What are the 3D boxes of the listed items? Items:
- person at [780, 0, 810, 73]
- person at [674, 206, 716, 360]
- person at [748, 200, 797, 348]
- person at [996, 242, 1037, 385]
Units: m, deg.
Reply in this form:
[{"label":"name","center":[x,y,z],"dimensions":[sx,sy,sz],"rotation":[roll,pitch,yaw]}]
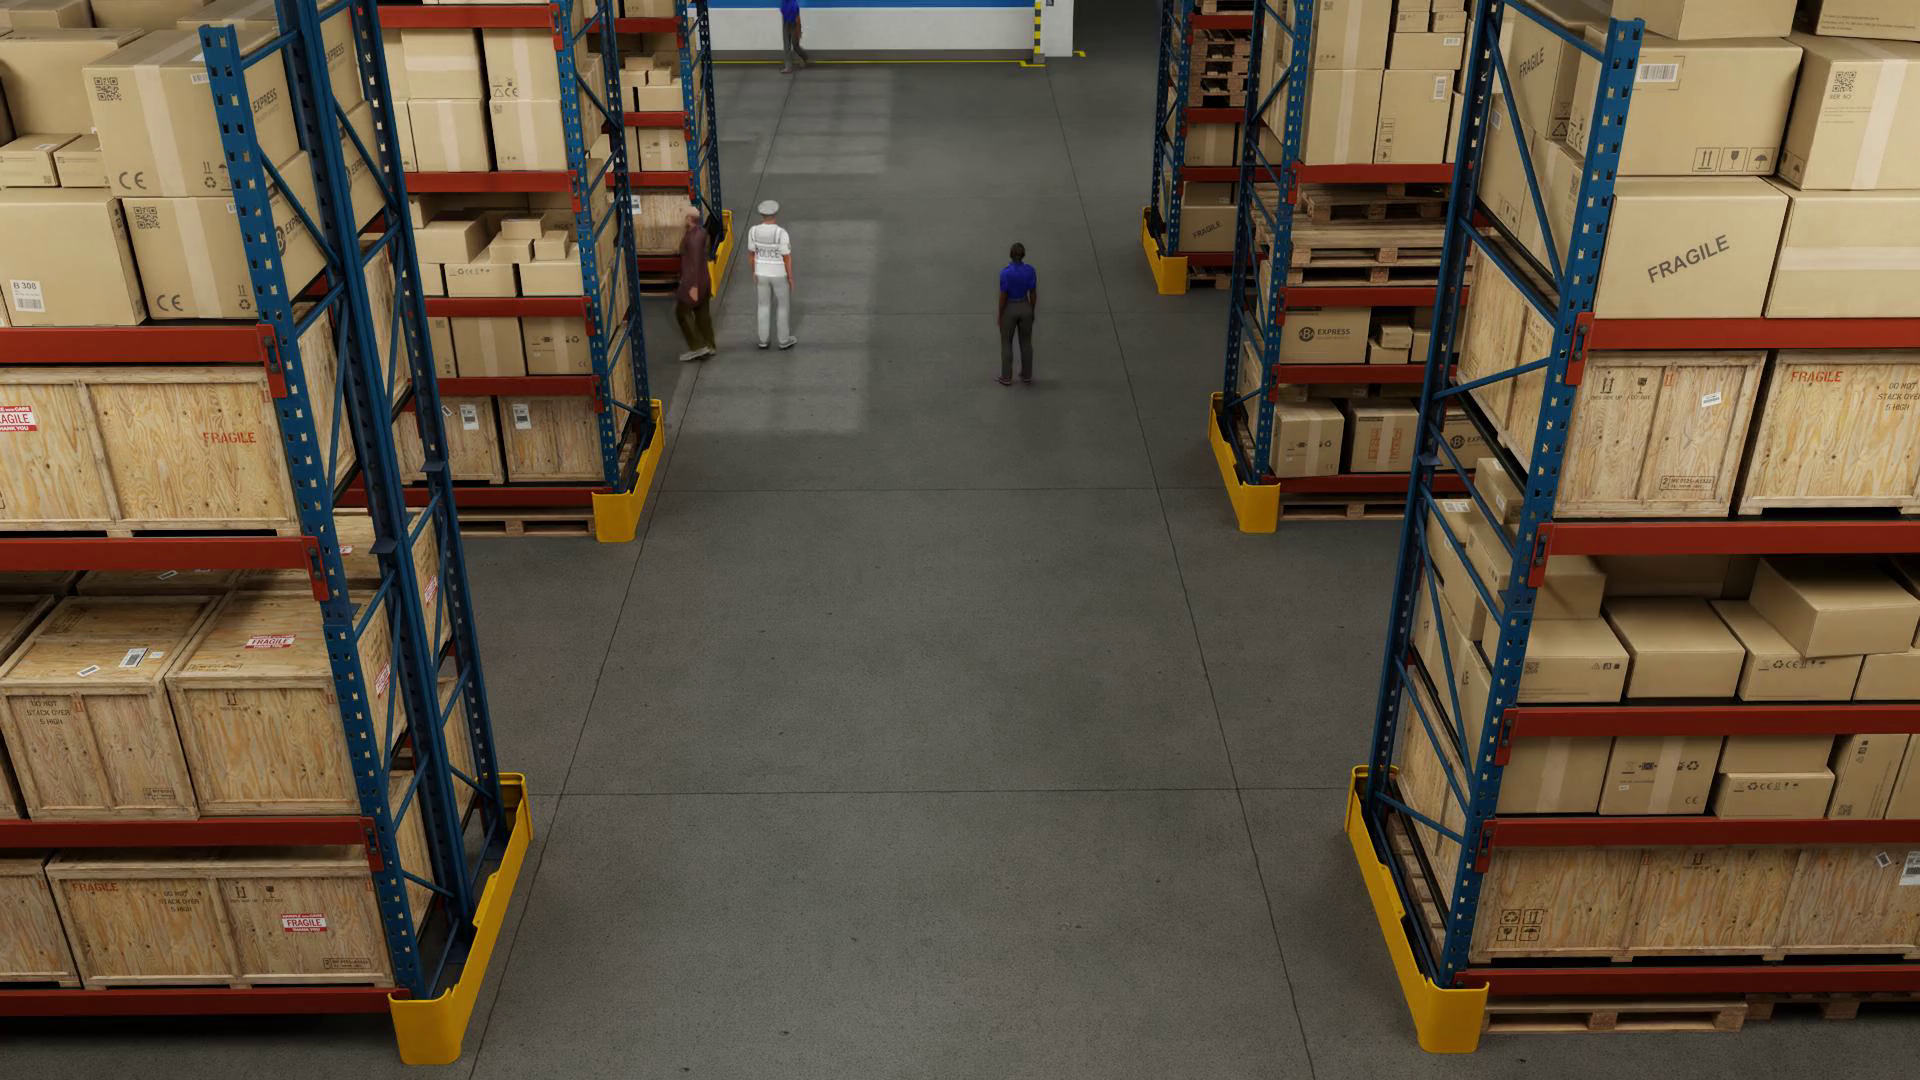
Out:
[{"label":"person","center":[-3.300,-10.104,32.823],"dimensions":[0.507,1.629,0.754],"rotation":[15,32,26]},{"label":"person","center":[-3.124,-3.011,19.477],"dimensions":[0.436,1.775,0.644],"rotation":[1,28,2]},{"label":"person","center":[-2.222,-3.158,19.734],"dimensions":[0.540,1.776,0.400],"rotation":[8,29,14]},{"label":"person","center":[0.626,-2.576,18.813],"dimensions":[0.439,1.658,0.342],"rotation":[-8,29,-15]}]
